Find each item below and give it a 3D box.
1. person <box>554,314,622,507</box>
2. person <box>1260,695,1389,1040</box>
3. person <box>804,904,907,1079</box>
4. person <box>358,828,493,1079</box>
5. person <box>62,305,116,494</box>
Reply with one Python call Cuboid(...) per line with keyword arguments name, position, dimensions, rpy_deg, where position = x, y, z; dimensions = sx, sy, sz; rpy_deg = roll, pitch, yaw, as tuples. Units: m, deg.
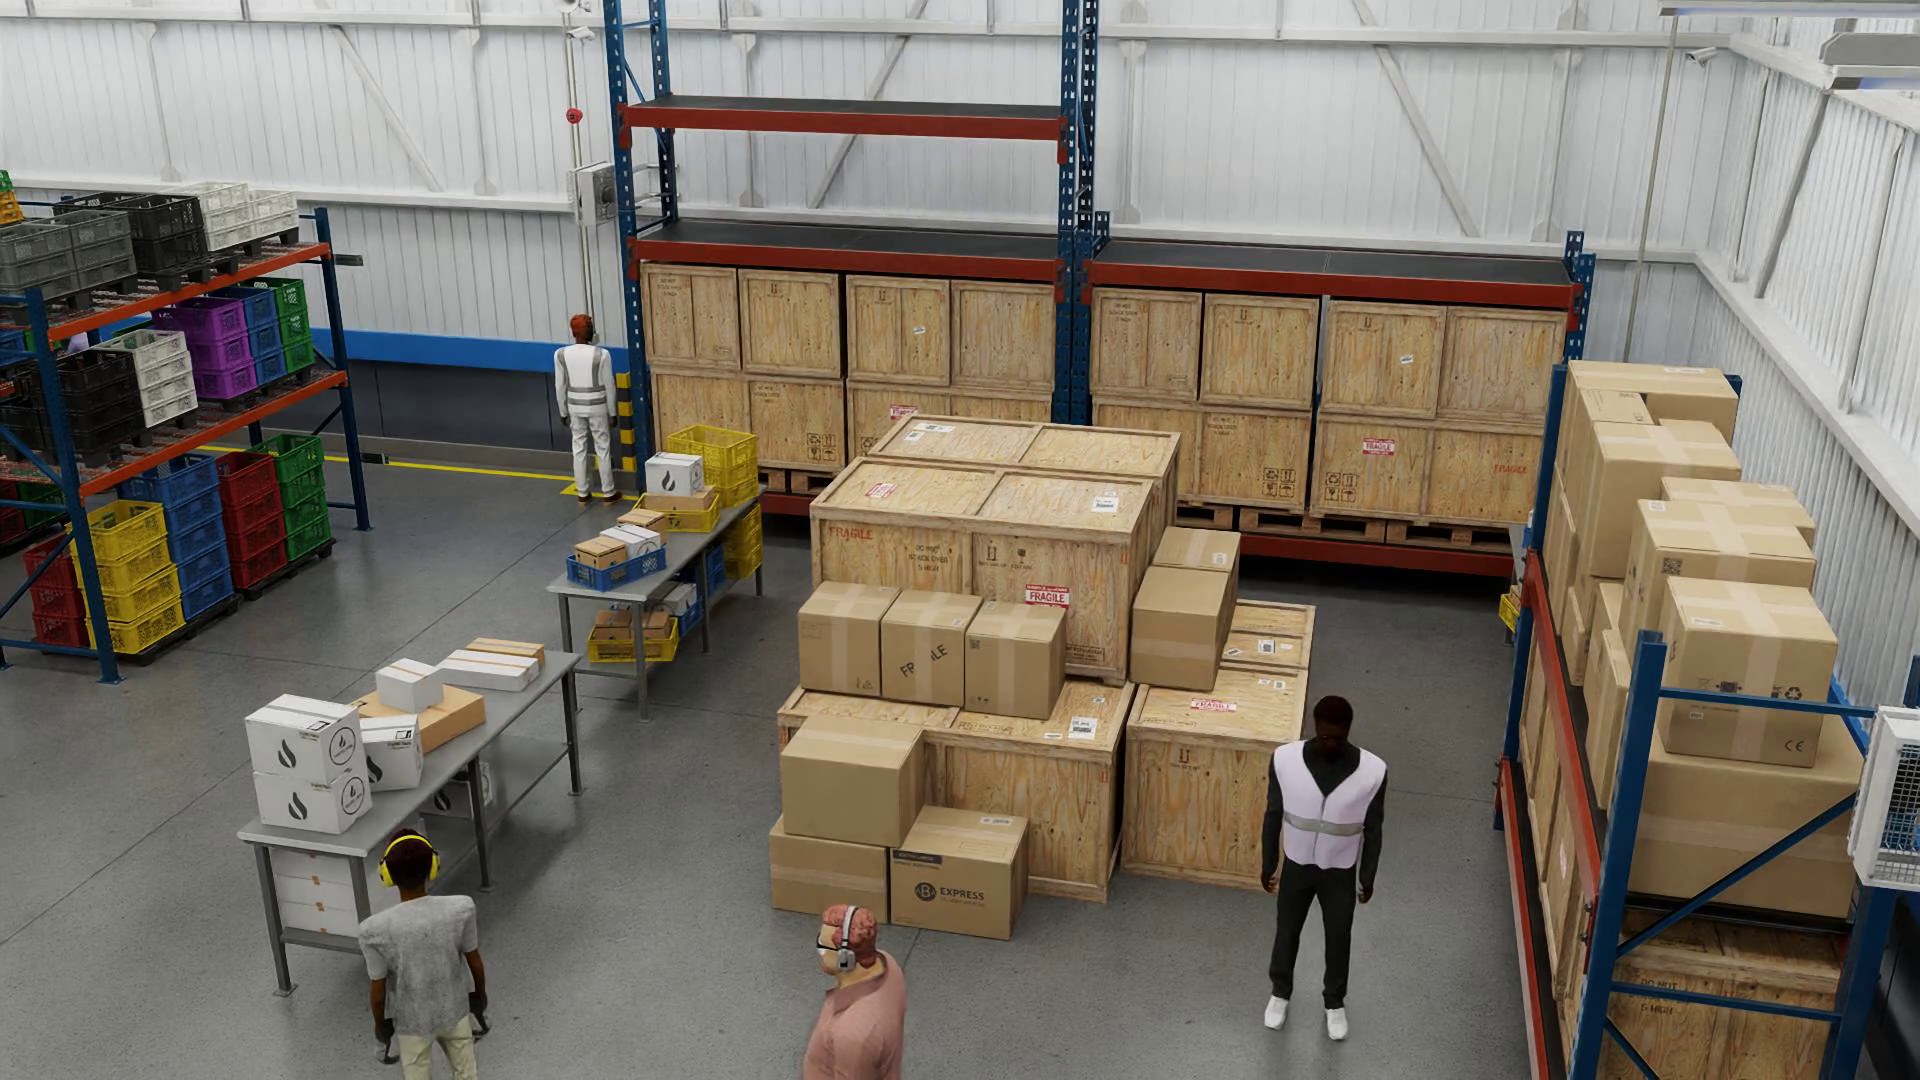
Cuboid(name="person", position=(-3.578, -1.241, 16.013), dimensions=(0.574, 1.884, 0.360), rpy_deg=(2, 21, 6))
Cuboid(name="person", position=(1.830, 1.633, 8.458), dimensions=(0.591, 1.910, 0.376), rpy_deg=(5, 22, 13))
Cuboid(name="person", position=(-0.422, 2.312, 6.704), dimensions=(0.402, 1.901, 0.647), rpy_deg=(2, 21, 6))
Cuboid(name="person", position=(-2.317, 2.100, 7.291), dimensions=(0.513, 1.872, 0.328), rpy_deg=(-11, 24, -27))
Cuboid(name="person", position=(-8.554, -1.424, 16.415), dimensions=(0.371, 1.941, 0.627), rpy_deg=(-10, 23, -24))
